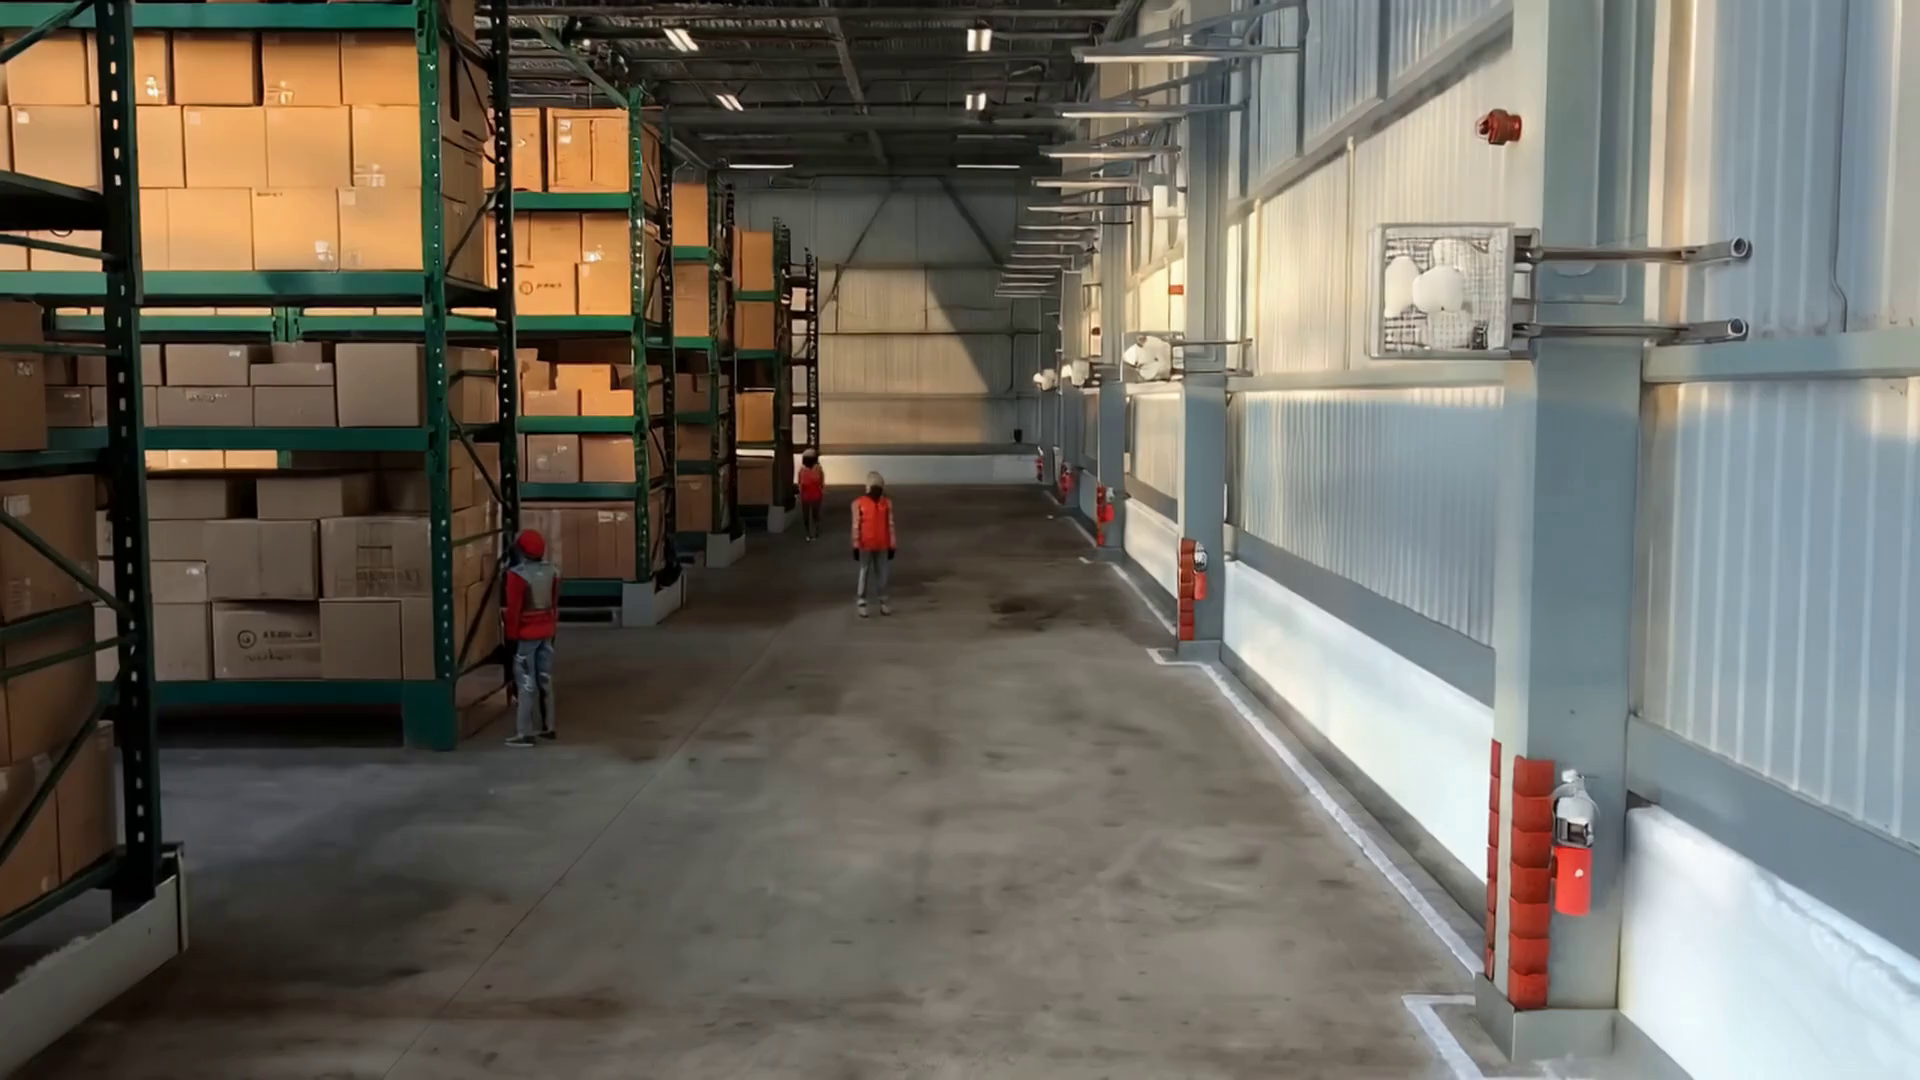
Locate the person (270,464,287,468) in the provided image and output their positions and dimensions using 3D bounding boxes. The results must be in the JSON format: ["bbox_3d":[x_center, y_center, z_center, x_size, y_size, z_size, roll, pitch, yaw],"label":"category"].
[{"bbox_3d":[-7.404,0.137,17.970,0.941,1.891,0.570,0,5,2],"label":"person"}]

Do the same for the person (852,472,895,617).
[{"bbox_3d":[-1.015,0.054,19.839,0.569,1.743,0.351,-3,6,-30],"label":"person"}]

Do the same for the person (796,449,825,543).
[{"bbox_3d":[-2.683,-0.781,29.756,0.512,1.695,0.882,0,5,-3],"label":"person"}]

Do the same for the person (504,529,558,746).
[{"bbox_3d":[-3.230,0.732,12.577,0.319,1.631,0.523,3,6,28],"label":"person"}]
